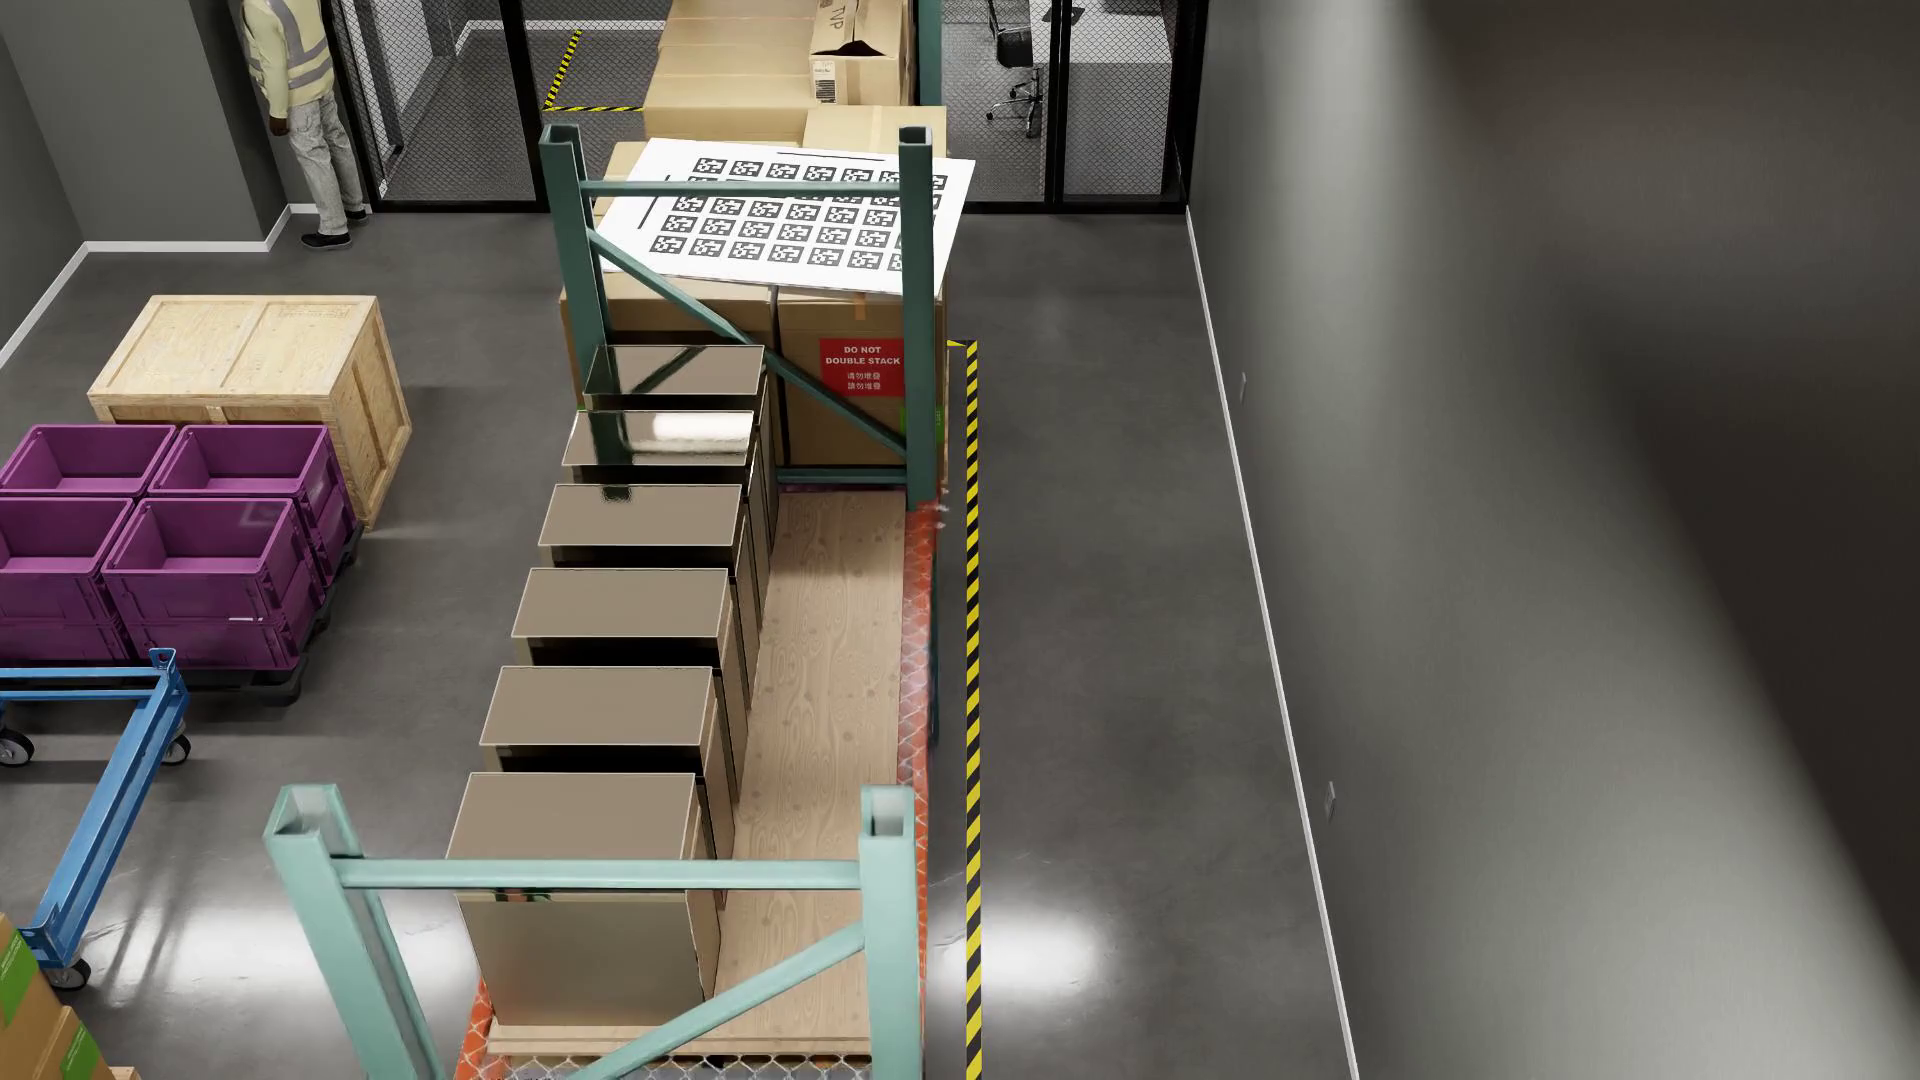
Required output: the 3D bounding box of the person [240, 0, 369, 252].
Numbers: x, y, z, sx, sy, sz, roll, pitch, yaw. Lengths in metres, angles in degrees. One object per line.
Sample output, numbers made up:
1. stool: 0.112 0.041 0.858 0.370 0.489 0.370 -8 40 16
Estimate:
1. person: -3.476 -2.388 8.694 0.403 1.834 0.588 5 41 6
